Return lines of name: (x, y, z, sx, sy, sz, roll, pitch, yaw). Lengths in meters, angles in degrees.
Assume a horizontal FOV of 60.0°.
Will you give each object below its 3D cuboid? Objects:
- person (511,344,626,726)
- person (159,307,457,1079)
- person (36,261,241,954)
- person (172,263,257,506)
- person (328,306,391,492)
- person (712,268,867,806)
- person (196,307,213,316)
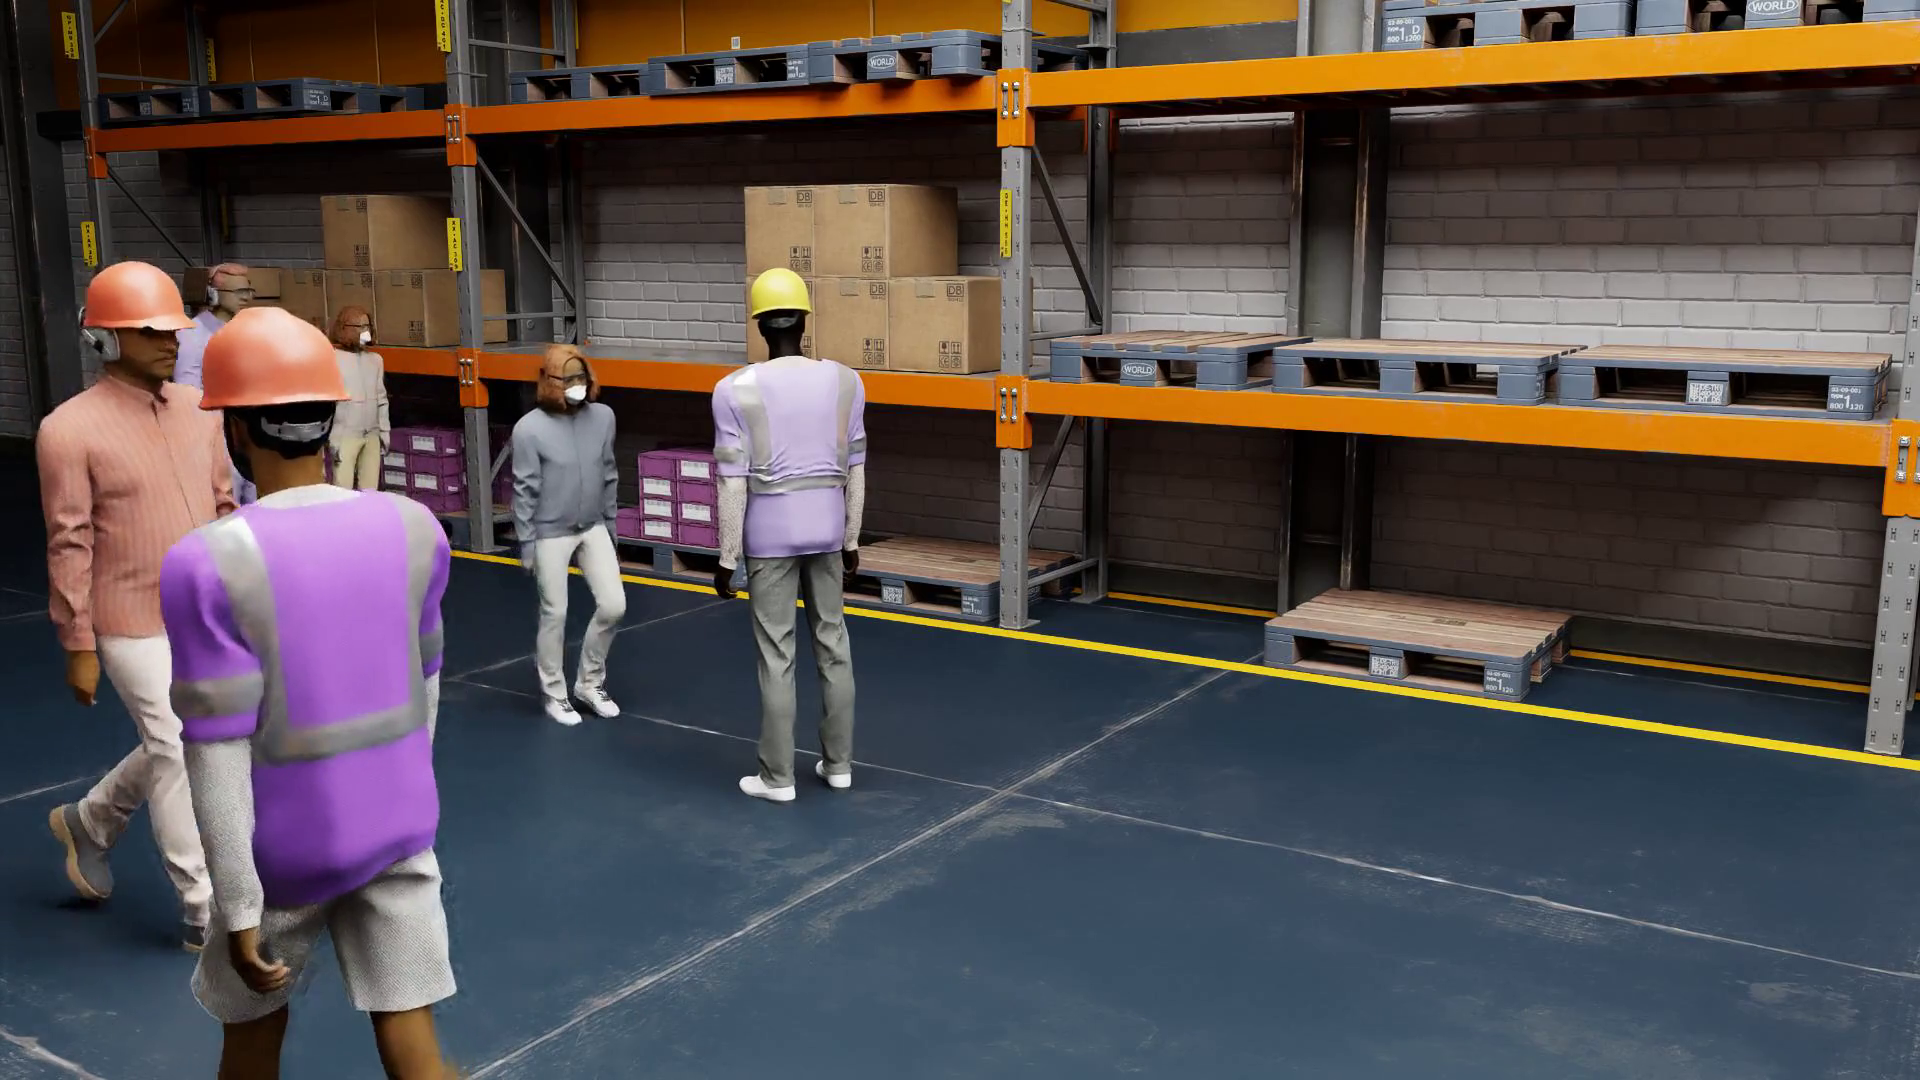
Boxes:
person: (-1.626, -0.012, 6.887, 0.523, 1.603, 0.416, -10, 14, -44)
person: (-1.230, 0.526, 3.103, 0.947, 1.891, 0.548, 9, 14, 42)
person: (-2.353, 0.198, 4.742, 0.835, 1.974, 0.616, 3, 11, 17)
person: (-3.765, -0.486, 8.697, 0.402, 1.906, 0.653, 6, 12, 29)
person: (-3.705, -0.620, 10.227, 0.271, 1.629, 0.499, 5, 11, 27)
person: (-0.615, -0.004, 5.985, 0.587, 1.922, 0.383, -6, 12, -30)
person: (-4.423, -0.572, 9.928, 0.265, 1.631, 0.508, 6, 12, 30)
